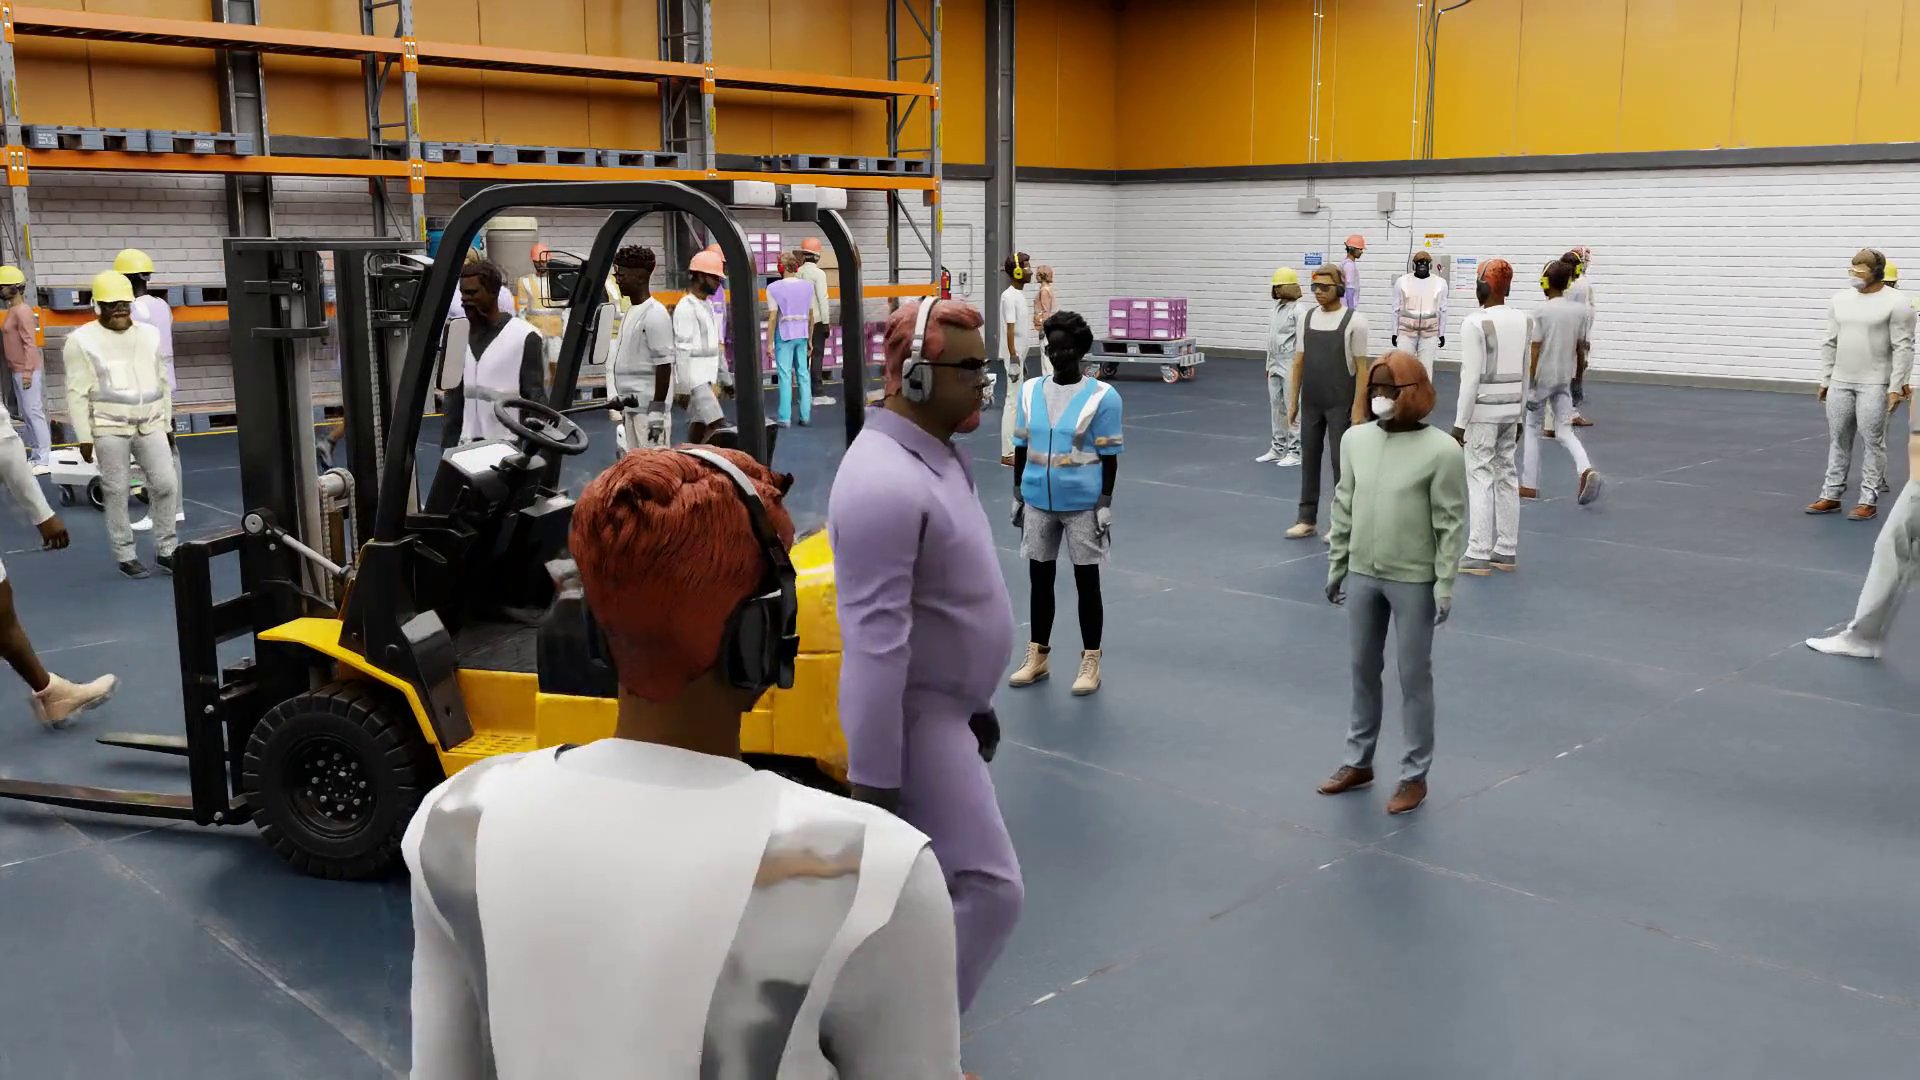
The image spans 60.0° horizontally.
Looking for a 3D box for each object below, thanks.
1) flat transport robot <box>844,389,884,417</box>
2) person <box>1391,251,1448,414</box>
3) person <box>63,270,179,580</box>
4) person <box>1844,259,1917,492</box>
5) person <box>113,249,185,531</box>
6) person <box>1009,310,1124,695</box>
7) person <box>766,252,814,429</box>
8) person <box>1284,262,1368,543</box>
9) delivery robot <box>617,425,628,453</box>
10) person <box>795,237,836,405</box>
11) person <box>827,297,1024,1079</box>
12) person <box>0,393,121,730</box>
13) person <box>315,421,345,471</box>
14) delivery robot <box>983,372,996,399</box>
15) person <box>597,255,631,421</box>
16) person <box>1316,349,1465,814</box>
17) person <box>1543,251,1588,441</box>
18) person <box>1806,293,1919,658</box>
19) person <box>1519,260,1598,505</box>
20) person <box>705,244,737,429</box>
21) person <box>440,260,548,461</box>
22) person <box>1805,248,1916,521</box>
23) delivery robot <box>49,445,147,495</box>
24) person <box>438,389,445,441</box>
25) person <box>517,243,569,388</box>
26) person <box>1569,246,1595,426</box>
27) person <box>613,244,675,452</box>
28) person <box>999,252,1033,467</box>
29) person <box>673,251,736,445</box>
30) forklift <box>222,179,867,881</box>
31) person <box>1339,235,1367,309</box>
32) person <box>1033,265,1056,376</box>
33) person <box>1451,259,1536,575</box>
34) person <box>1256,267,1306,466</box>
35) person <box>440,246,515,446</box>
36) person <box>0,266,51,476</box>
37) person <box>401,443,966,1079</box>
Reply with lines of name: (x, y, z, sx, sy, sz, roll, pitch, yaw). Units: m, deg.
flat transport robot: (-0.808, -1.550, 18.807, 0.652, 0.197, 1.431, 2, 11, 11)
person: (5.204, -2.345, 18.877, 0.622, 1.845, 0.429, 2, 11, 10)
person: (-4.833, -0.653, 9.702, 0.590, 1.817, 0.627, 8, 13, 38)
person: (7.223, -1.294, 13.171, 0.586, 1.833, 0.403, 3, 11, 15)
person: (-5.614, -1.029, 11.466, 0.366, 1.926, 0.594, -1, 10, -4)
person: (0.459, -0.164, 7.373, 0.535, 1.699, 0.318, 6, 12, 28)
person: (-1.774, -2.087, 17.453, 0.567, 1.846, 0.389, -8, 13, -37)
person: (2.417, -0.898, 10.974, 0.515, 1.843, 0.326, 9, 13, 39)
delivery robot: (-2.658, -0.837, 13.909, 0.477, 0.478, 0.707, -4, 11, -19)
person: (-1.769, -2.623, 19.964, 0.378, 1.994, 0.622, -9, 14, -42)
person: (-0.036, 0.409, 3.743, 0.506, 1.891, 0.646, 1, 10, 3)
person: (-3.797, -0.125, 6.382, 0.630, 1.983, 1.067, 7, 13, 35)
person: (-4.974, -1.430, 13.723, 0.729, 1.907, 0.572, -6, 12, -30)
delivery robot: (0.050, -1.836, 19.357, 0.707, 0.478, 0.477, 4, 11, 19)
person: (-3.675, -2.235, 18.278, 0.624, 1.844, 0.429, -9, 14, -41)
person: (1.519, 0.143, 5.876, 0.268, 1.631, 0.507, -9, 14, -42)
person: (5.971, -1.903, 16.446, 0.408, 1.880, 0.582, -5, 12, -27)
person: (4.595, -0.326, 7.752, 0.597, 1.889, 0.937, -10, 14, -42)
person: (4.509, -1.181, 12.541, 0.520, 1.848, 0.802, -3, 11, -17)
person: (-2.576, -2.130, 17.467, 0.385, 1.928, 0.547, -5, 11, -25)
person: (-2.437, -0.481, 8.567, 0.627, 1.889, 0.740, 6, 12, 31)
person: (6.433, -1.106, 11.873, 0.378, 1.933, 0.628, -6, 12, -28)
delivery robot: (-6.426, -0.563, 12.413, 0.707, 0.478, 0.477, 4, 11, 18)
person: (-4.878, -1.735, 16.177, 0.556, 1.602, 0.514, -8, 13, -38)
person: (-4.544, -2.271, 18.207, 0.548, 1.936, 0.378, -4, 11, -18)
person: (6.558, -2.175, 17.781, 0.407, 1.905, 0.639, -2, 11, -11)
person: (-1.985, -0.857, 10.418, 0.361, 1.965, 0.613, -6, 12, -29)
person: (0.511, -1.580, 14.613, 0.323, 1.876, 0.528, 1, 10, 8)
person: (-1.852, -1.175, 12.339, 0.636, 1.904, 0.537, 1, 10, 5)
forklift: (-1.114, -0.058, 5.440, 2.313, 2.155, 1.214, 2, 11, 13)
person: (5.637, -3.376, 24.003, 0.406, 2.029, 0.613, 1, 10, 7)
person: (1.087, -2.710, 21.419, 0.307, 1.639, 0.525, 1, 10, 6)
person: (3.172, -0.730, 9.952, 0.583, 1.882, 0.337, -6, 12, -32)
person: (2.845, -1.523, 14.664, 0.313, 1.741, 0.494, -5, 11, -24)
person: (-3.927, -1.417, 13.558, 0.629, 1.937, 0.378, 1, 10, 6)
person: (-7.925, -1.418, 14.027, 0.324, 1.767, 0.533, -8, 13, -38)
person: (-0.284, 0.827, 1.625, 0.580, 1.843, 0.989, 5, 12, 26)
